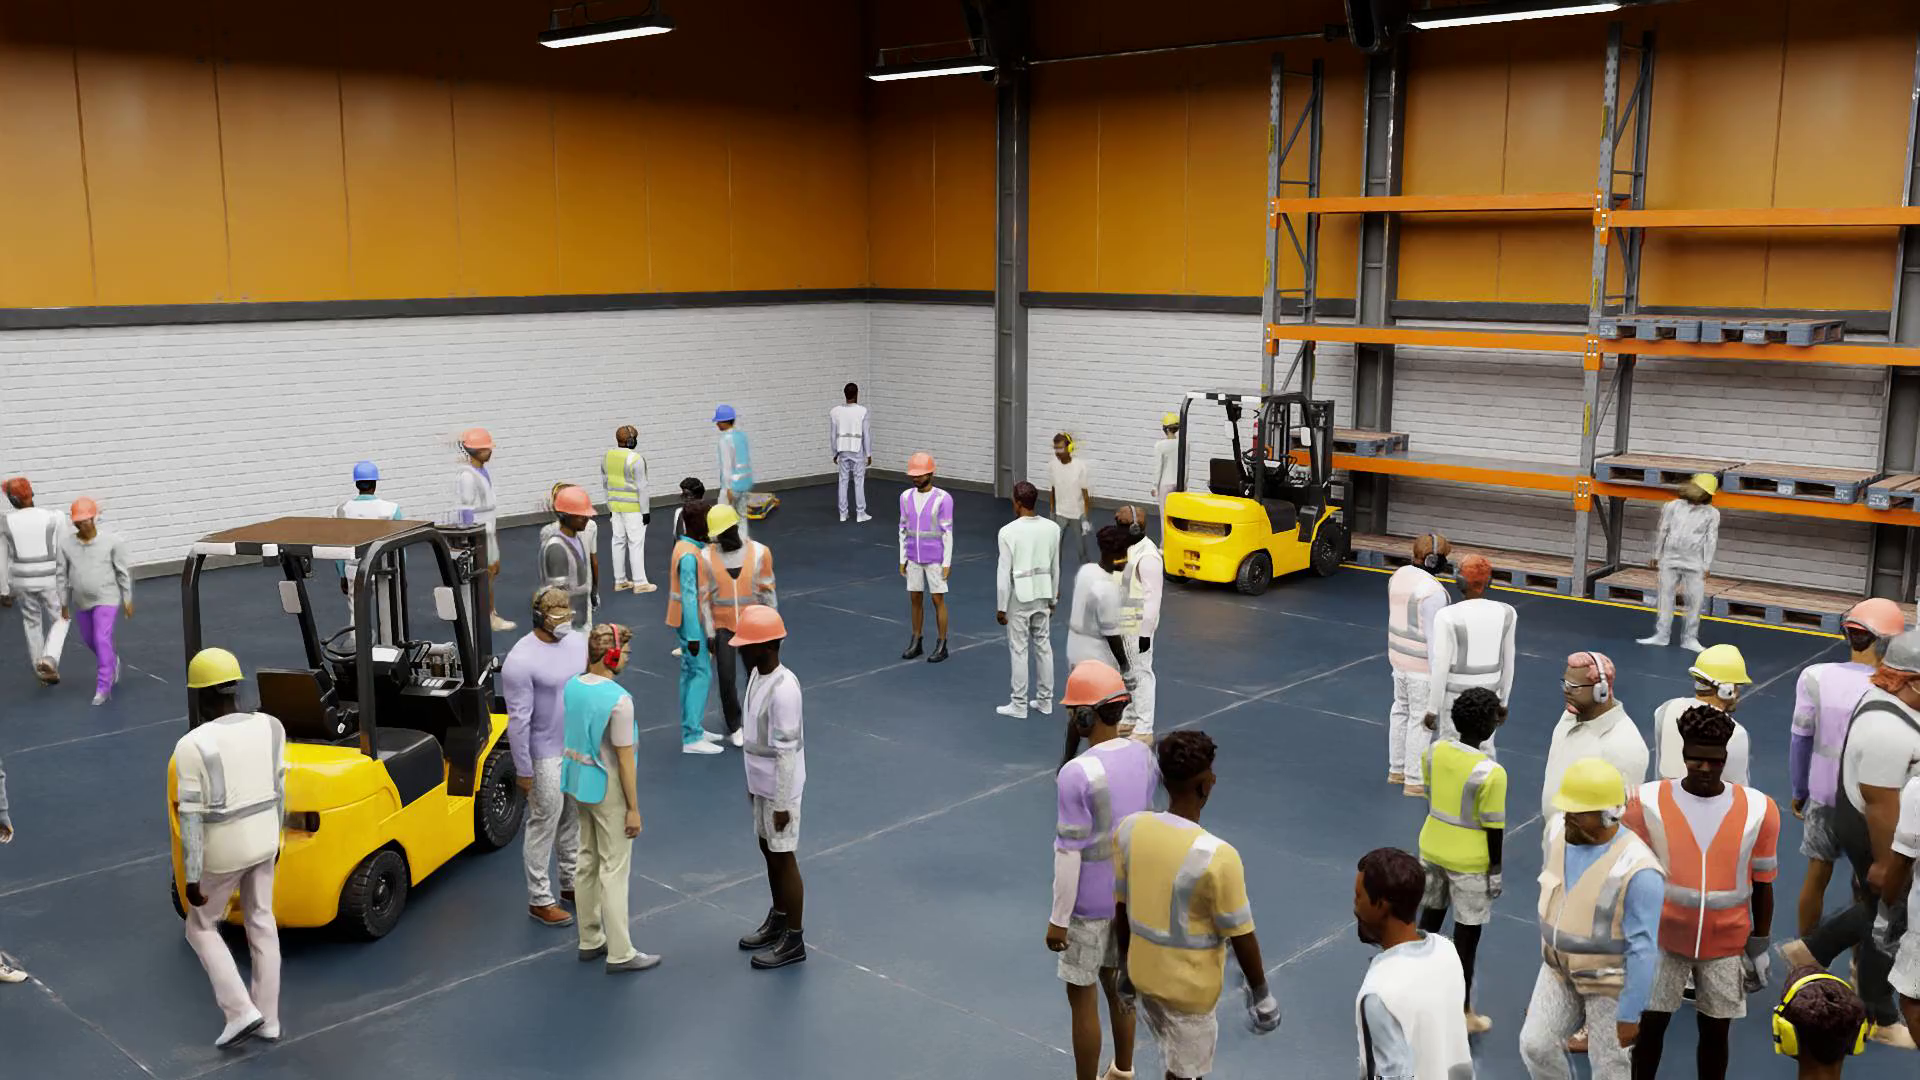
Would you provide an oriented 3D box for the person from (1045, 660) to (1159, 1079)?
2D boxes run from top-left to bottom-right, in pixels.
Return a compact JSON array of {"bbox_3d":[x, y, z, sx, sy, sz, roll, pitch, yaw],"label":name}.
[{"bbox_3d":[0.582,1.516,7.163,0.409,2.028,0.618,8,13,40],"label":"person"}]

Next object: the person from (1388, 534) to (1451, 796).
[{"bbox_3d":[3.179,0.859,11.469,0.429,1.831,0.635,-2,10,-12],"label":"person"}]

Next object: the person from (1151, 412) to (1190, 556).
[{"bbox_3d":[2.576,-0.678,20.382,0.524,1.770,0.315,-5,11,-27],"label":"person"}]

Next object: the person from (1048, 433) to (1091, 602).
[{"bbox_3d":[1.150,-0.227,17.680,0.512,1.825,0.667,6,11,30],"label":"person"}]

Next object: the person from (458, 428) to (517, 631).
[{"bbox_3d":[-4.757,-0.097,16.334,0.667,2.031,0.620,0,10,-1],"label":"person"}]

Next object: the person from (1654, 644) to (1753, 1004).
[{"bbox_3d":[3.710,1.415,8.324,0.403,1.821,0.601,-3,10,-15],"label":"person"}]

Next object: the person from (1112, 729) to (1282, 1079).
[{"bbox_3d":[0.926,1.681,6.437,0.602,1.947,0.637,-6,12,-30],"label":"person"}]

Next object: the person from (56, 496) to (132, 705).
[{"bbox_3d":[-7.268,0.466,14.011,0.574,1.726,0.784,-1,10,-4],"label":"person"}]

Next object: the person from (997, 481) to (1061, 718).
[{"bbox_3d":[0.555,0.481,13.385,0.589,1.911,0.384,-7,12,-34],"label":"person"}]

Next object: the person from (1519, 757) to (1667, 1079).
[{"bbox_3d":[2.501,1.719,6.620,0.457,1.809,0.628,-5,11,-25],"label":"person"}]

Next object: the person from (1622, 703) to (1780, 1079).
[{"bbox_3d":[2.996,1.614,6.806,0.608,1.958,0.370,3,10,15],"label":"person"}]

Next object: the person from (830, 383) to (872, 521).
[{"bbox_3d":[-1.503,-1.209,22.974,0.587,1.920,0.391,3,10,18],"label":"person"}]

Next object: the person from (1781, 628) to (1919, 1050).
[{"bbox_3d":[4.385,1.380,7.887,0.640,2.000,0.699,6,11,29],"label":"person"}]

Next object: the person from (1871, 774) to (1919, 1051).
[{"bbox_3d":[4.179,1.611,6.882,0.661,1.936,0.730,1,10,7],"label":"person"}]

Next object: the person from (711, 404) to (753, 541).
[{"bbox_3d":[-2.657,-0.657,19.826,0.545,1.925,0.598,6,12,30],"label":"person"}]

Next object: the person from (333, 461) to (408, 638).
[{"bbox_3d":[-5.101,0.283,14.432,0.605,1.939,0.417,0,10,-1],"label":"person"}]

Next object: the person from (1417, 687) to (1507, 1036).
[{"bbox_3d":[2.411,1.535,8.017,0.323,1.689,0.537,-5,11,-26],"label":"person"}]

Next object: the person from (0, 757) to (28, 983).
[{"bbox_3d":[-4.944,1.448,8.311,0.351,1.756,0.518,1,10,5],"label":"person"}]

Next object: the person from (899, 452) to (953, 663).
[{"bbox_3d":[-0.328,0.158,15.178,0.545,1.929,0.388,5,11,28],"label":"person"}]

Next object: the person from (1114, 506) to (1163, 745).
[{"bbox_3d":[1.296,0.649,12.617,0.429,1.841,0.634,-3,10,-16],"label":"person"}]

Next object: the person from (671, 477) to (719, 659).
[{"bbox_3d":[-2.434,0.257,15.266,0.532,1.694,0.319,6,11,30],"label":"person"}]

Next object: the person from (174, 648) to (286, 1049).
[{"bbox_3d":[-3.431,1.454,7.856,0.458,1.906,0.608,6,12,30],"label":"person"}]

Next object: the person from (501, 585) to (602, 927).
[{"bbox_3d":[-2.267,1.193,9.291,0.383,1.928,0.635,5,11,25],"label":"person"}]

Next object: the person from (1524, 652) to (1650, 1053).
[{"bbox_3d":[2.951,1.455,7.879,0.397,1.900,0.649,-1,10,-6],"label":"person"}]

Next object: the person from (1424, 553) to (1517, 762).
[{"bbox_3d":[3.190,1.015,10.416,0.586,1.883,0.337,-3,10,-17],"label":"person"}]

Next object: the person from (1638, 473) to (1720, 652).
[{"bbox_3d":[6.724,0.200,15.576,0.649,1.703,0.301,6,12,33],"label":"person"}]

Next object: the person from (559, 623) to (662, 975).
[{"bbox_3d":[-1.864,1.343,8.678,0.401,1.837,0.564,-9,14,-43],"label":"person"}]

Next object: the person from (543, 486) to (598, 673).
[{"bbox_3d":[-2.853,0.590,12.447,0.586,2.018,0.635,0,10,2],"label":"person"}]

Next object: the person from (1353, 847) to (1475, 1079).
[{"bbox_3d":[1.376,1.907,5.354,0.907,1.868,0.601,8,13,38],"label":"person"}]

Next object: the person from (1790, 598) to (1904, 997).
[{"bbox_3d":[4.517,1.294,8.400,0.405,2.031,0.611,-8,12,-37],"label":"person"}]

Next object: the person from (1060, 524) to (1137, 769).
[{"bbox_3d":[0.951,0.817,11.439,0.435,1.922,0.647,-3,10,-16],"label":"person"}]

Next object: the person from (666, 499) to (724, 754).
[{"bbox_3d":[-2.006,0.637,12.506,0.400,1.909,0.605,-2,10,-9],"label":"person"}]

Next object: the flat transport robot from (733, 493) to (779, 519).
[{"bbox_3d":[-3.012,-0.498,23.617,0.652,0.197,1.431,1,10,3],"label":"flat transport robot"}]

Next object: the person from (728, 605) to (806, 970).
[{"bbox_3d":[-1.013,1.284,8.757,0.388,1.930,0.544,-4,11,-22],"label":"person"}]

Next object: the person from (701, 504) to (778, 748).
[{"bbox_3d":[-1.672,0.640,12.530,0.621,1.884,0.492,-2,10,-13],"label":"person"}]

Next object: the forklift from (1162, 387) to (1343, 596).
[{"bbox_3d":[3.298,-0.608,18.767,1.214,2.155,2.313,9,13,42],"label":"forklift"}]

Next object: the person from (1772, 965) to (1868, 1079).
[{"bbox_3d":[2.287,2.065,4.516,0.519,1.860,0.320,2,10,10],"label":"person"}]

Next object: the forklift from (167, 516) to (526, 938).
[{"bbox_3d":[-3.583,0.976,9.748,1.214,2.155,2.313,2,10,11],"label":"forklift"}]

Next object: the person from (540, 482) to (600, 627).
[{"bbox_3d":[-3.206,0.452,13.701,0.509,1.860,0.334,-7,12,-35],"label":"person"}]

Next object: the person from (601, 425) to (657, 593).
[{"bbox_3d":[-3.623,-0.338,18.237,0.621,1.845,0.429,7,12,34],"label":"person"}]

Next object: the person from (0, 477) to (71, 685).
[{"bbox_3d":[-7.875,0.366,14.198,0.611,1.850,0.644,-4,11,-22],"label":"person"}]
